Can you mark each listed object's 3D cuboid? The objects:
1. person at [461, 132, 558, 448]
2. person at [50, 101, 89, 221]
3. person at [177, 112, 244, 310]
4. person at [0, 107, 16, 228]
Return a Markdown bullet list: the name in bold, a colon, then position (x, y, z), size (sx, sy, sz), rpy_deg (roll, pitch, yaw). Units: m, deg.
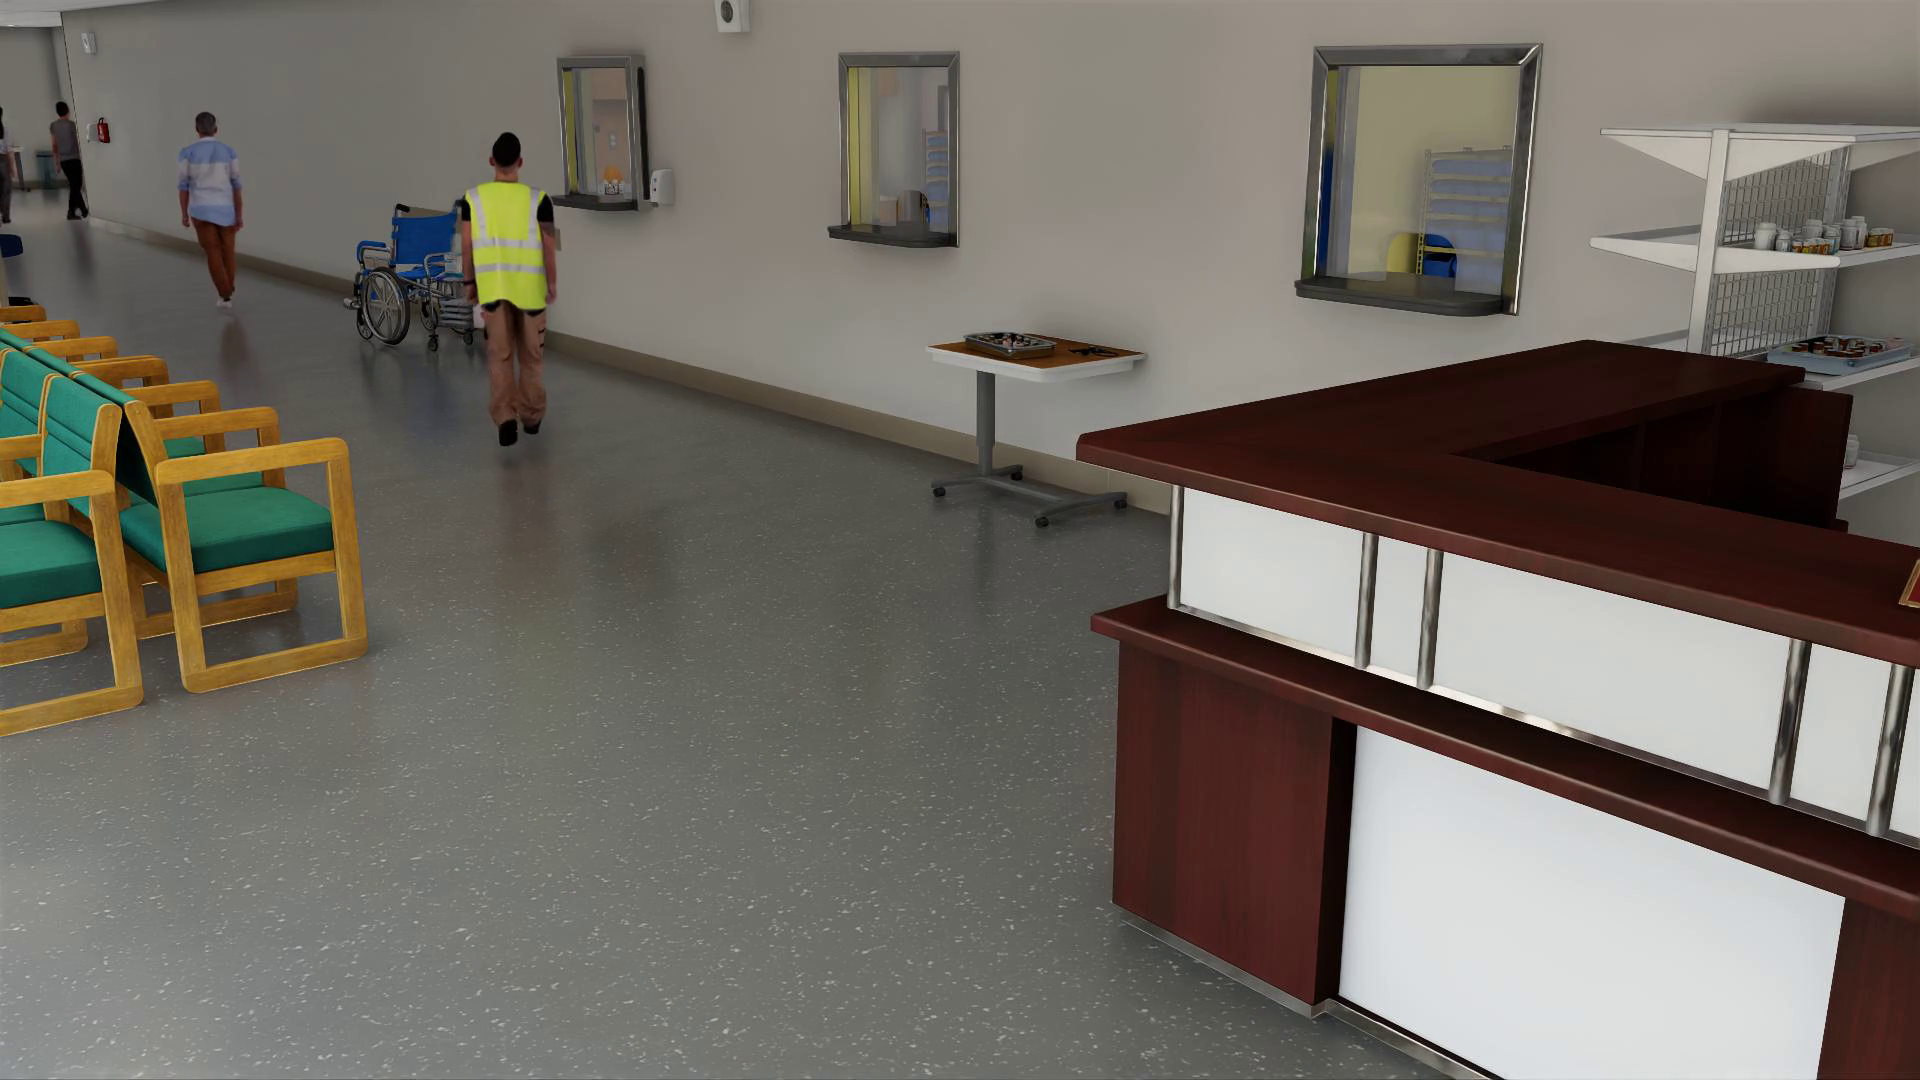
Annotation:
- **person**: position (-2.647, -1.442, 9.795), size (1.196, 1.816, 1.086), rpy_deg (-4, 16, -14)
- **person**: position (-13.217, -5.588, 24.688), size (1.093, 1.714, 1.172), rpy_deg (2, 16, 6)
- **person**: position (-6.901, -3.004, 15.405), size (1.092, 1.776, 0.790), rpy_deg (-11, 19, -35)
- **person**: position (-13.633, -5.249, 23.527), size (1.191, 1.691, 1.053), rpy_deg (-5, 17, -18)
